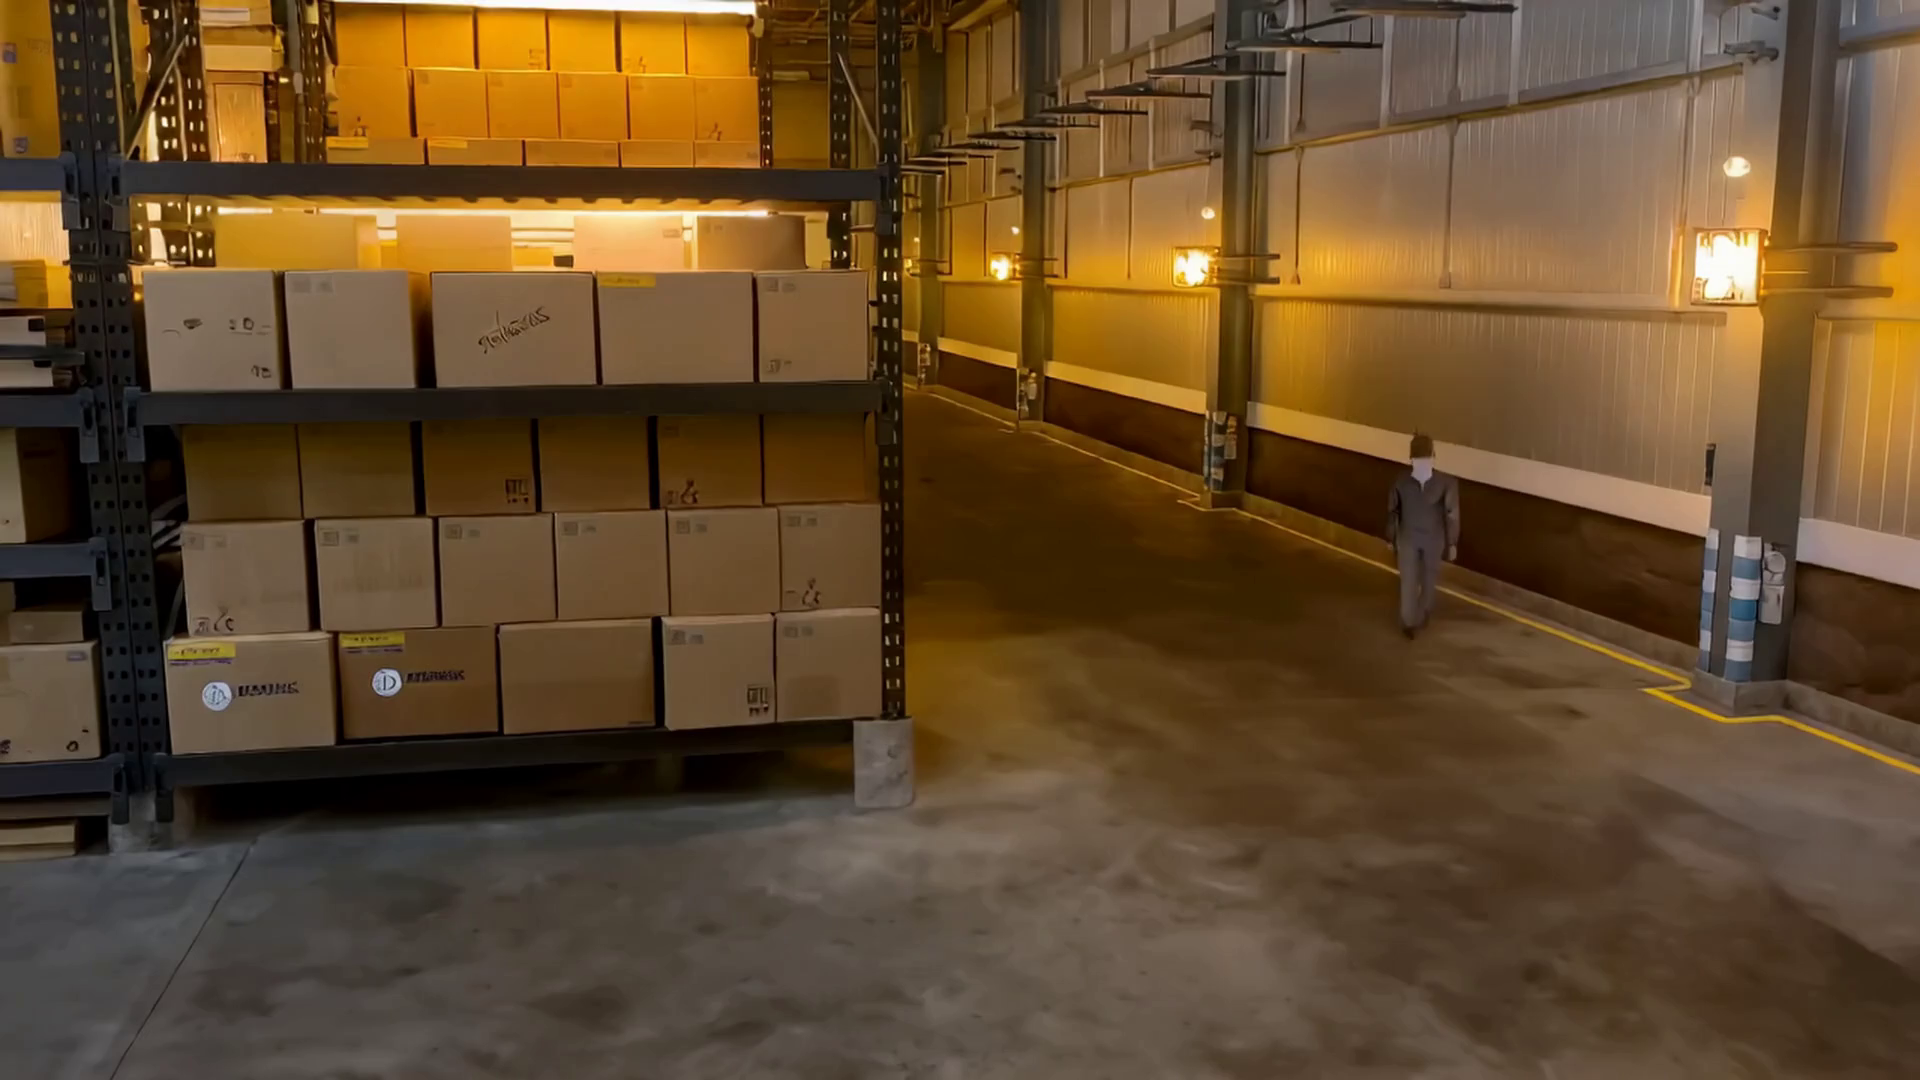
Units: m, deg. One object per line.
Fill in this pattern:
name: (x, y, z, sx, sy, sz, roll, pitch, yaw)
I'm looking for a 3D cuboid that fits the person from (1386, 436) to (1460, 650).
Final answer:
person: (3.721, 0.000, 13.404, 0.557, 1.702, 0.934, 2, 9, 11)
